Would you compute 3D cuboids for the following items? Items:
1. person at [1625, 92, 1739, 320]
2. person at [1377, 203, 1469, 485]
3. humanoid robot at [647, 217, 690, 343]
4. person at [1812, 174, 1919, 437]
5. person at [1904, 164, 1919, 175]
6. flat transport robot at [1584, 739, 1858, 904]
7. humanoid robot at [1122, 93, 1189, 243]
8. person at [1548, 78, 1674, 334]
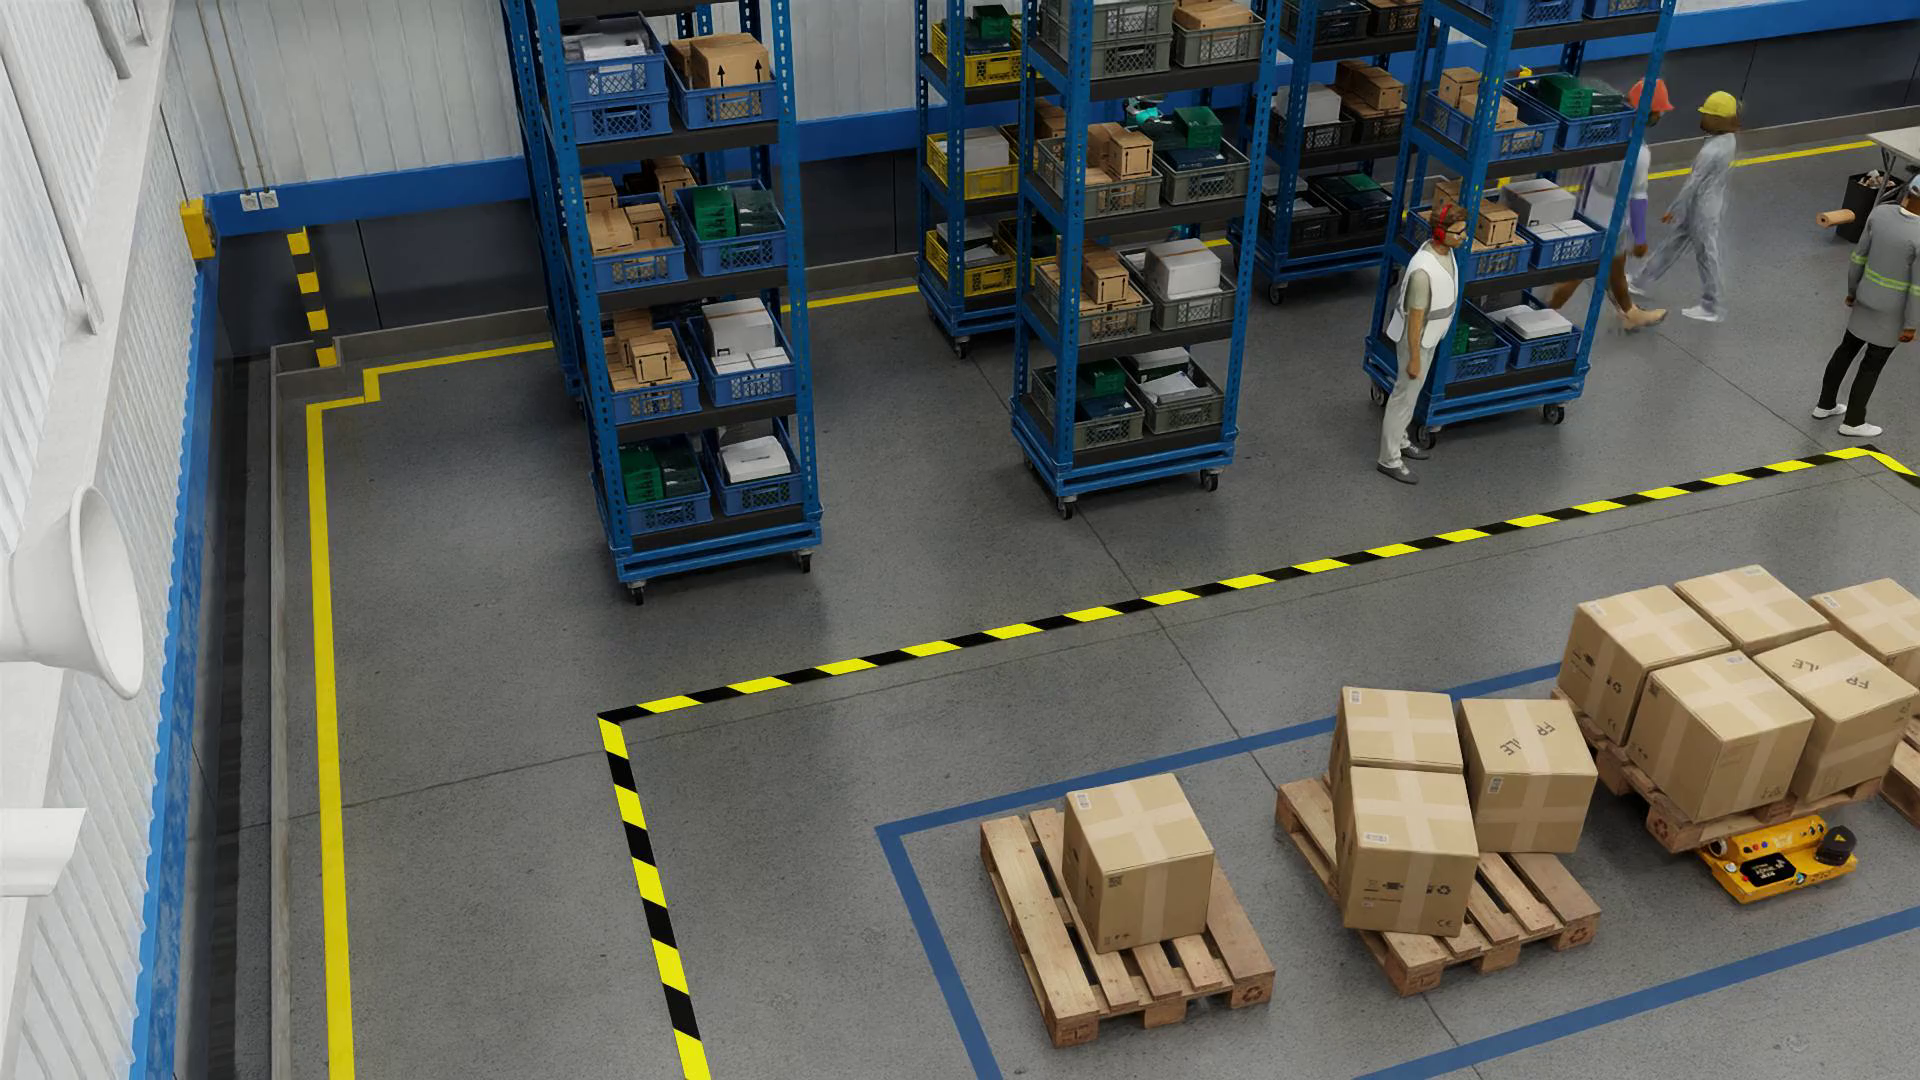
[{"bbox_3d":[5.419,-2.486,12.334,0.888,1.696,0.494,20,40,26],"label":"person"},{"bbox_3d":[2.890,-1.257,10.467,0.390,1.847,0.563,17,38,22],"label":"person"},{"bbox_3d":[-1.827,-1.319,10.725,0.770,1.628,0.589,-5,35,-7],"label":"humanoid robot"},{"bbox_3d":[6.063,-1.550,10.879,0.390,1.850,0.599,-10,37,-14],"label":"person"},{"bbox_3d":[8.770,-3.947,14.229,0.874,1.905,0.568,-9,36,-12],"label":"person"},{"bbox_3d":[3.733,1.180,8.359,0.652,0.197,1.431,-11,37,-15],"label":"flat transport robot"},{"bbox_3d":[1.553,-2.615,12.370,0.735,1.681,0.533,-11,37,-15],"label":"humanoid robot"},{"bbox_3d":[4.728,-2.302,11.827,1.046,1.981,0.627,0,35,0],"label":"person"}]
